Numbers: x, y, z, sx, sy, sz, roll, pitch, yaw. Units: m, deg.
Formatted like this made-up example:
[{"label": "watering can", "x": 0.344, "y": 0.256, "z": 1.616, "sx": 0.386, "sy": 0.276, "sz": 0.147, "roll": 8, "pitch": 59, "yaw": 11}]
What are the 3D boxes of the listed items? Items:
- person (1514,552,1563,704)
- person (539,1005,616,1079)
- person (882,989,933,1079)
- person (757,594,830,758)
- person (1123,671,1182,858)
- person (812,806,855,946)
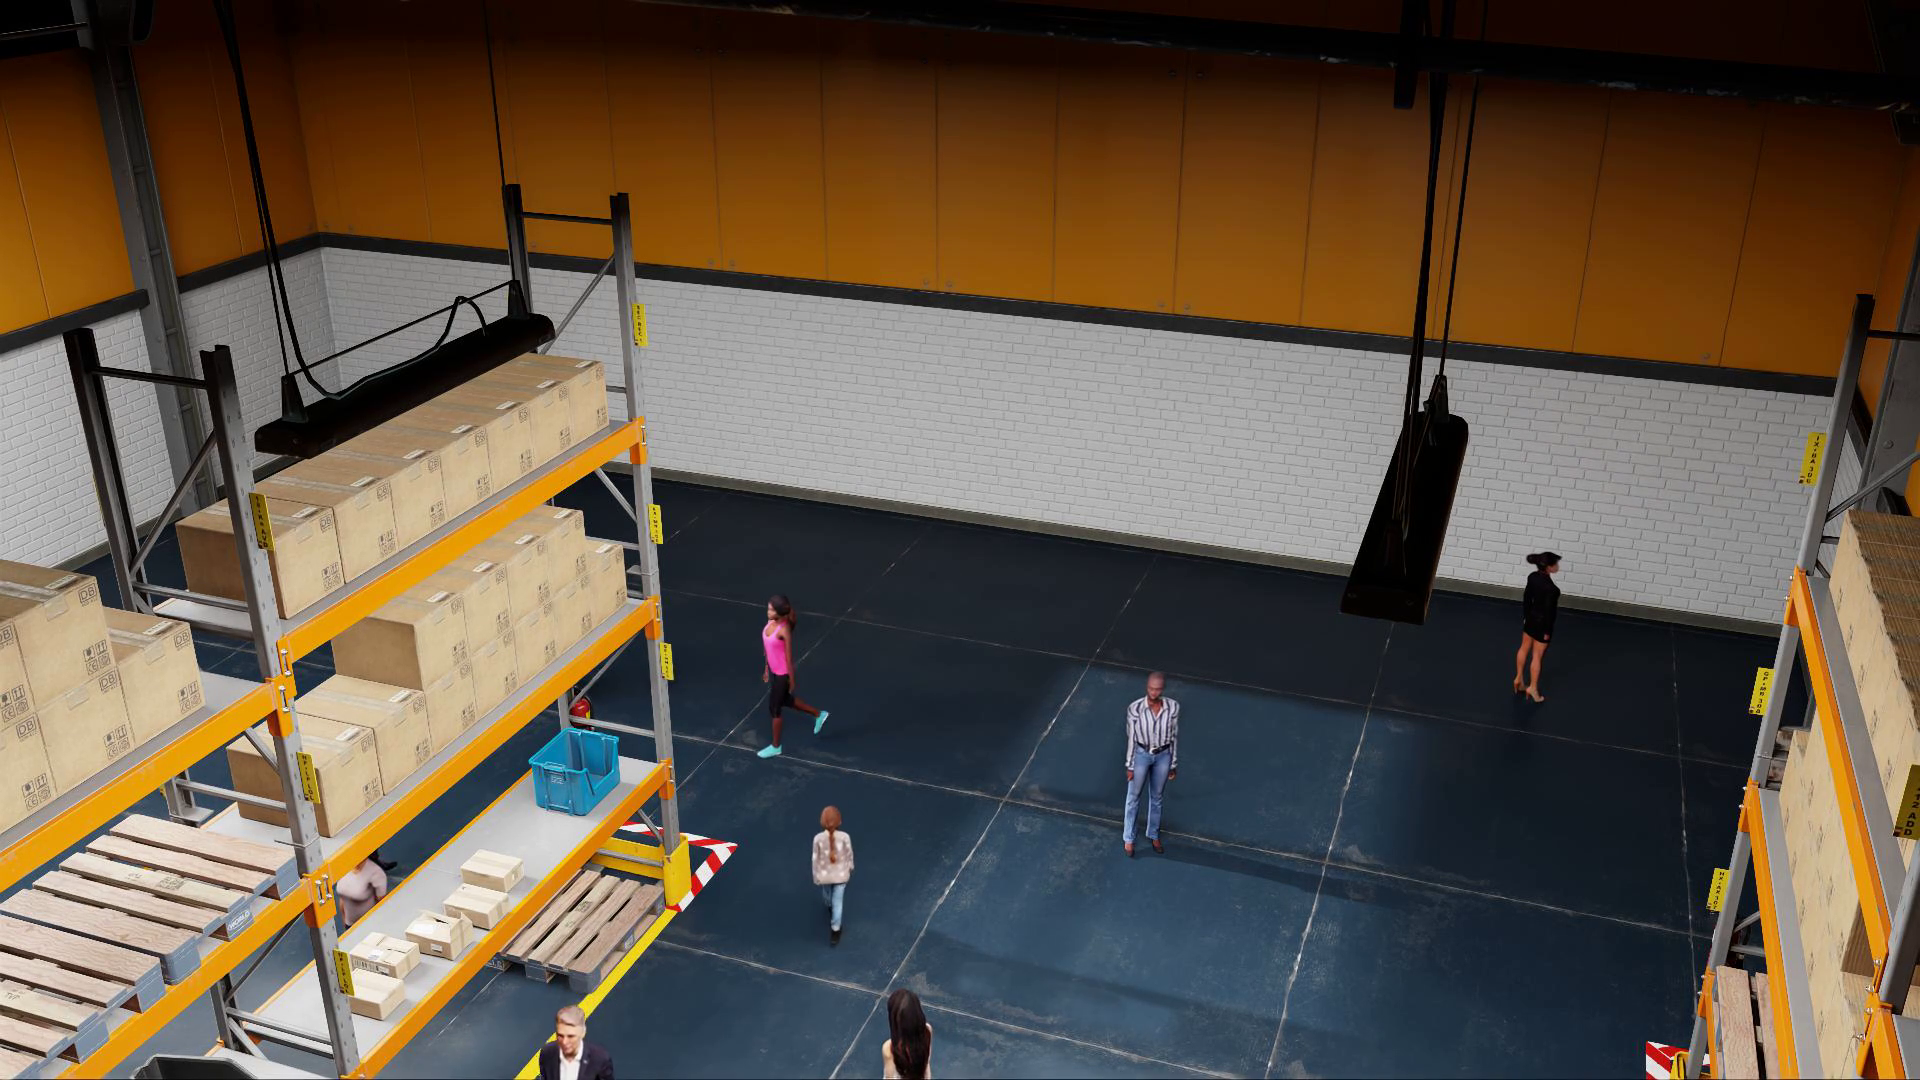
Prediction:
[{"label": "person", "x": 5.976, "y": 0.884, "z": 17.176, "sx": 0.734, "sy": 1.639, "sz": 0.661, "roll": -7, "pitch": 24, "yaw": -15}, {"label": "person", "x": -2.385, "y": 3.674, "z": 10.594, "sx": 0.822, "sy": 1.799, "sz": 1.037, "roll": 3, "pitch": 24, "yaw": 6}, {"label": "person", "x": -0.332, "y": 3.637, "z": 10.861, "sx": 0.706, "sy": 1.653, "sz": 0.644, "roll": 2, "pitch": 24, "yaw": 4}, {"label": "person", "x": -1.650, "y": 1.284, "z": 16.186, "sx": 1.058, "sy": 1.700, "sz": 0.987, "roll": -11, "pitch": 26, "yaw": -24}, {"label": "person", "x": 1.664, "y": 1.939, "z": 14.570, "sx": 0.695, "sy": 1.794, "sz": 0.695, "roll": -3, "pitch": 24, "yaw": -7}, {"label": "person", "x": -1.035, "y": 2.741, "z": 13.517, "sx": 0.634, "sy": 1.168, "sz": 0.855, "roll": 1, "pitch": 24, "yaw": 2}]
